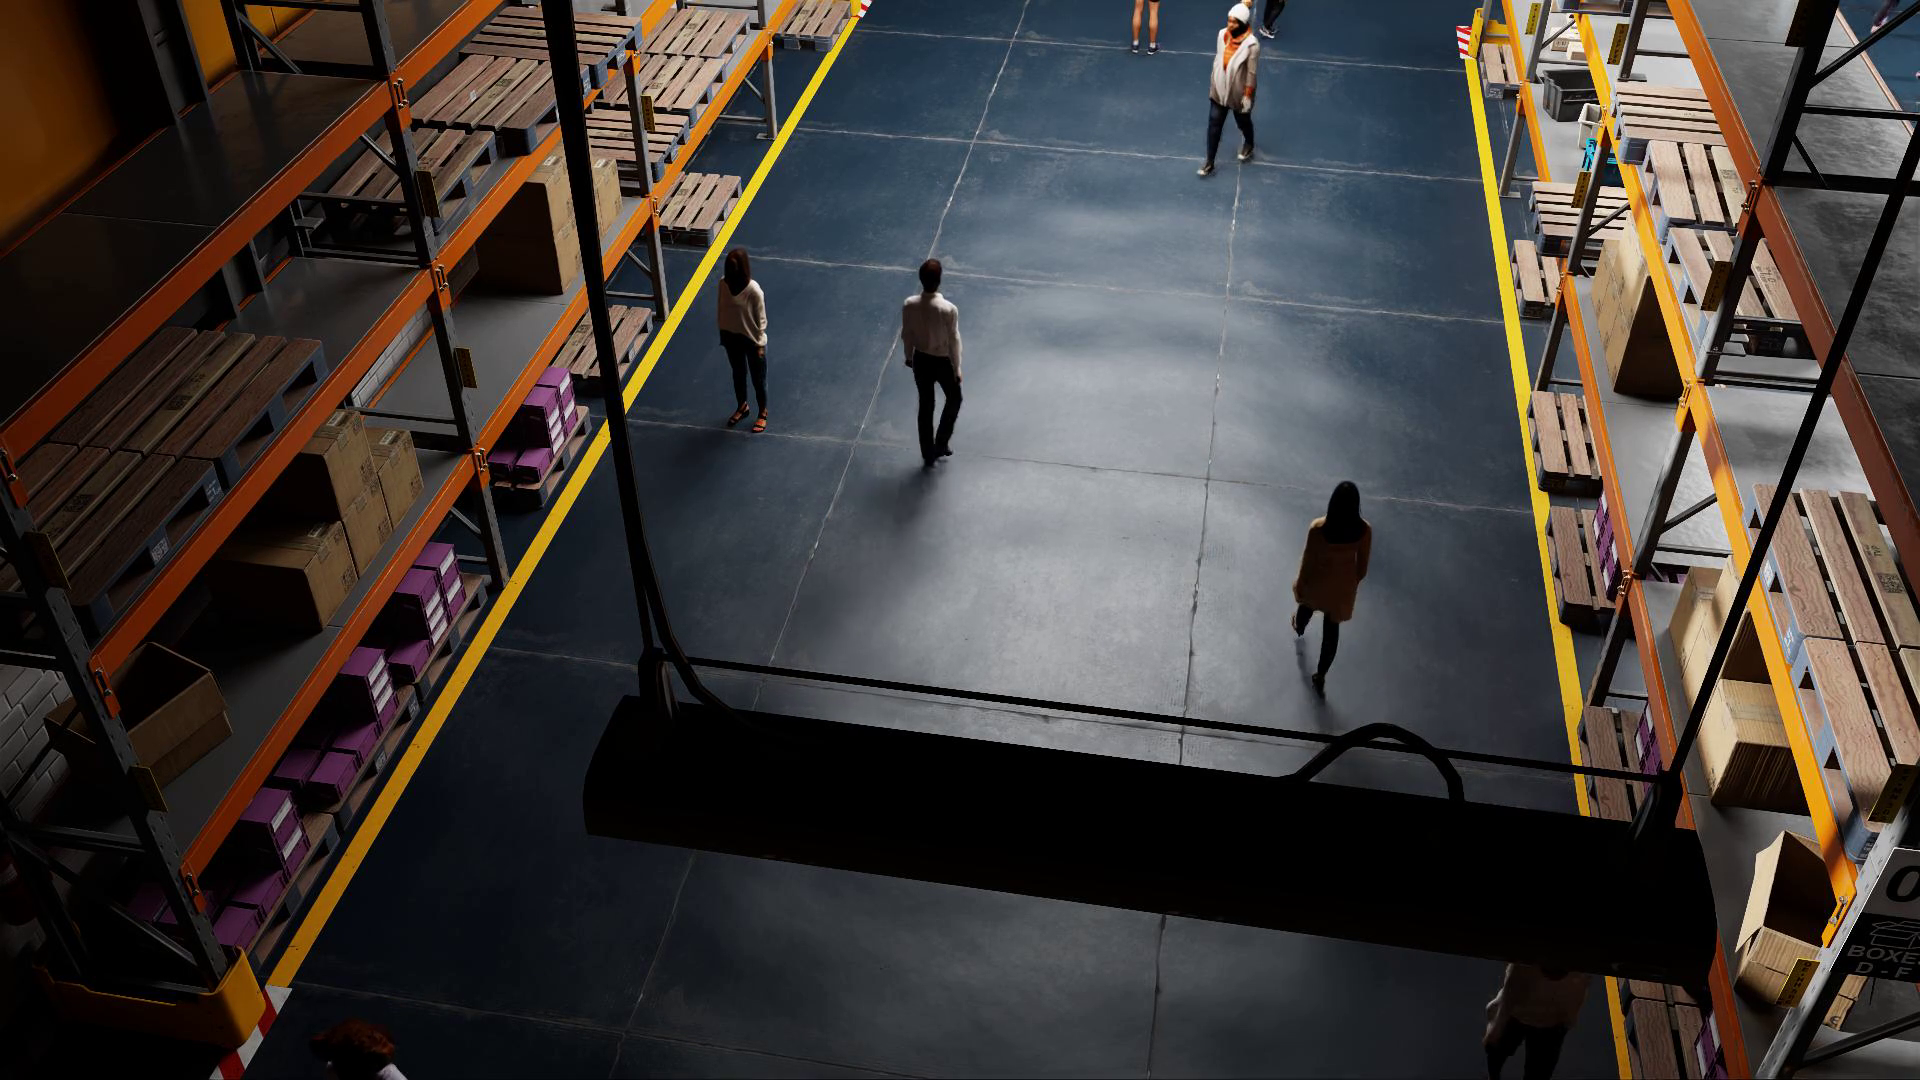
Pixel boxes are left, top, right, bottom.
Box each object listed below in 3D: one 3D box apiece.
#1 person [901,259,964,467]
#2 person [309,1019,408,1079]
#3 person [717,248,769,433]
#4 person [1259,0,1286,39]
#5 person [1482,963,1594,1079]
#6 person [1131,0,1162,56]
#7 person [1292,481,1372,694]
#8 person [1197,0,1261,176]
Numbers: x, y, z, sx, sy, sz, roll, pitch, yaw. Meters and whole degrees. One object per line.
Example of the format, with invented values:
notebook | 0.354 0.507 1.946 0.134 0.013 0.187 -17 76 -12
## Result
person | -0.241 -1.356 13.410 0.750 1.859 0.684 14 41 17
person | -2.803 2.871 8.244 0.660 1.700 0.802 8 39 9
person | -1.810 -1.699 13.981 0.672 1.682 0.635 18 42 21
person | 3.918 -6.932 20.882 0.721 1.247 0.657 -21 43 -24
person | 2.987 2.465 8.775 0.633 1.673 0.745 8 39 10
person | 2.301 -6.839 20.341 0.651 1.777 0.569 13 40 16
person | 2.552 0.369 11.416 0.736 1.652 1.010 1 39 1
person | 3.001 -4.872 17.819 1.050 1.851 1.268 25 45 28
